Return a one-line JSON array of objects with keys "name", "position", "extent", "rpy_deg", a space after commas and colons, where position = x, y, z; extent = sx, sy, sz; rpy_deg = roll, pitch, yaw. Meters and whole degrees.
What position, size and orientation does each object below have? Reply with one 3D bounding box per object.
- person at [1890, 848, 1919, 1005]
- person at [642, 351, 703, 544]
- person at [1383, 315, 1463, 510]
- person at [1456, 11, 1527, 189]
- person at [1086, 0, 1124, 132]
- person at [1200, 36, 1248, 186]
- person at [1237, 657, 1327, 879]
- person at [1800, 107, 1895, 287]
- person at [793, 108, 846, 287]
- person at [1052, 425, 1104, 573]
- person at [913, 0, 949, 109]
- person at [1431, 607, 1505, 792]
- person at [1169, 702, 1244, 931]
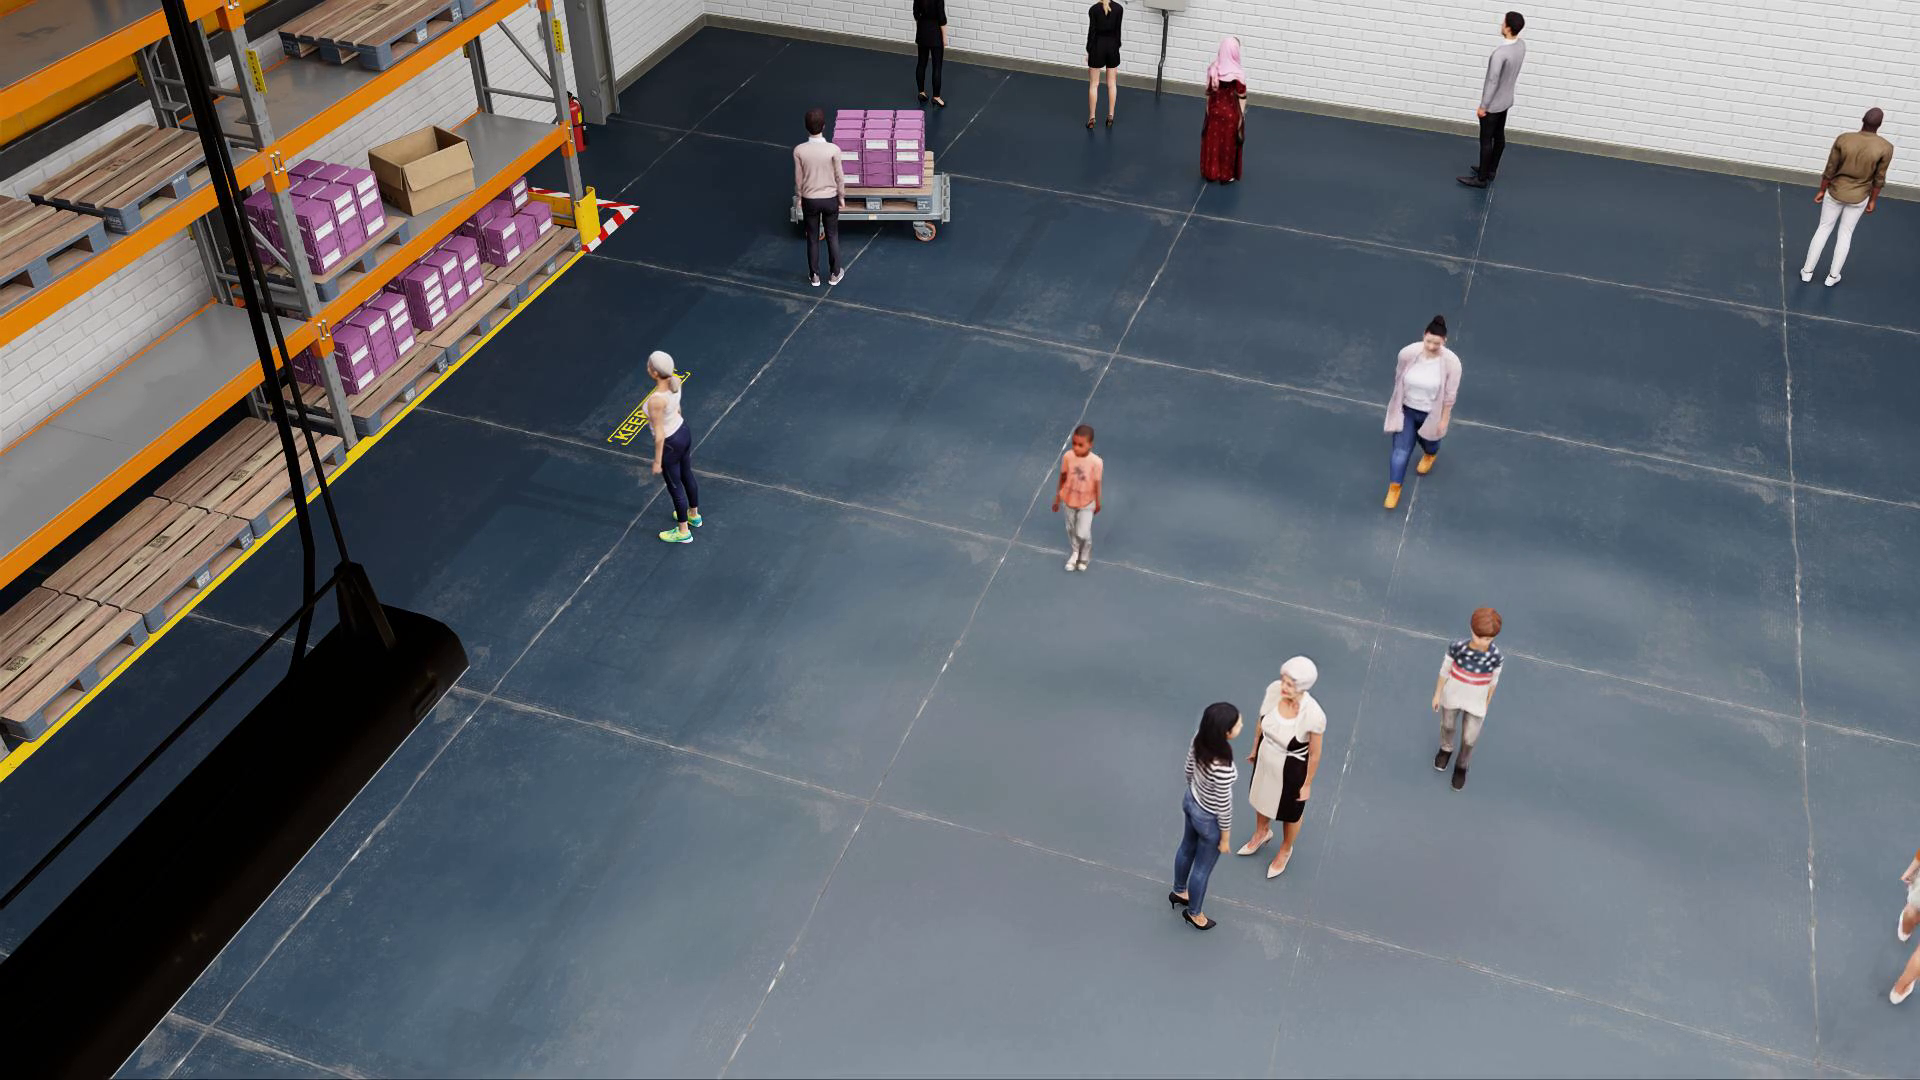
[{"name": "person", "position": [5.679, 2.033, 9.568], "extent": [0.882, 1.688, 1.086], "rpy_deg": [30, 47, 32]}, {"name": "person", "position": [-2.243, -0.738, 13.026], "extent": [0.662, 1.702, 0.475], "rpy_deg": [10, 40, 13]}, {"name": "person", "position": [3.776, -1.112, 13.492], "extent": [0.769, 1.705, 1.133], "rpy_deg": [18, 42, 21]}, {"name": "person", "position": [5.773, -4.718, 17.833], "extent": [0.883, 1.923, 0.728], "rpy_deg": [30, 48, 32]}, {"name": "person", "position": [1.632, -5.556, 19.006], "extent": [0.657, 1.768, 0.680], "rpy_deg": [-9, 39, -11]}, {"name": "person", "position": [2.856, -4.629, 17.953], "extent": [0.727, 1.633, 0.691], "rpy_deg": [24, 45, 27]}, {"name": "person", "position": [2.012, 1.401, 10.306], "extent": [0.714, 1.754, 0.715], "rpy_deg": [-26, 46, -29]}, {"name": "person", "position": [8.634, -3.342, 16.188], "extent": [0.761, 1.825, 0.643], "rpy_deg": [20, 43, 23]}, {"name": "person", "position": [-1.365, -3.327, 16.183], "extent": [0.697, 1.809, 0.665], "rpy_deg": [0, 39, -1]}, {"name": "person", "position": [0.942, -0.355, 12.867], "extent": [0.518, 1.302, 0.536], "rpy_deg": [19, 42, 22]}, {"name": "person", "position": [-0.356, -5.919, 19.547], "extent": [0.666, 1.660, 0.645], "rpy_deg": [26, 45, 29]}, {"name": "person", "position": [3.383, 0.975, 11.103], "extent": [0.548, 1.425, 0.633], "rpy_deg": [17, 42, 20]}, {"name": "person", "position": [1.472, 1.649, 9.963], "extent": [0.734, 1.794, 0.648], "rpy_deg": [-12, 40, -14]}]
